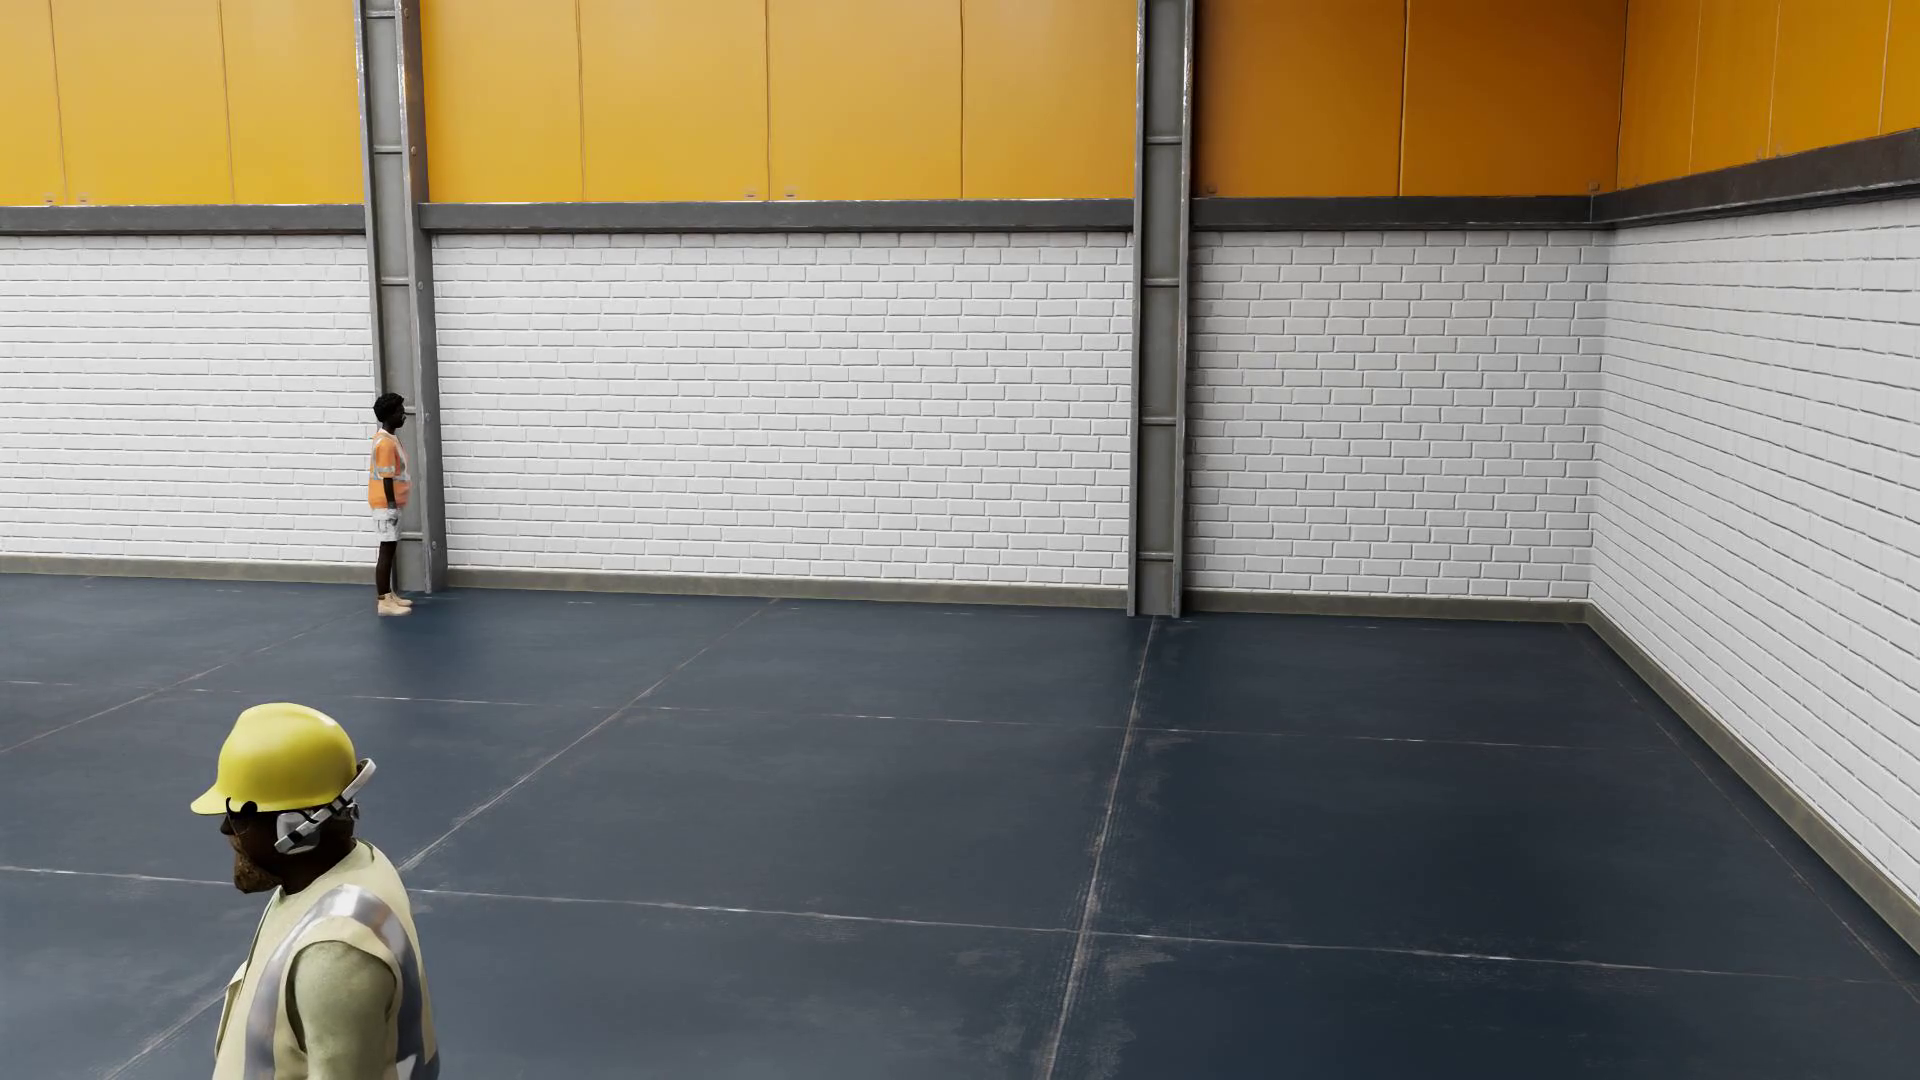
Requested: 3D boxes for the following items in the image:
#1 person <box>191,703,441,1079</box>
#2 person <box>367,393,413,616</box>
[{"bbox_3d":[-1.188,1.197,3.146,0.403,1.824,0.592,-4,10,-22],"label":"person"},{"bbox_3d":[-4.322,-0.272,12.616,0.321,1.690,0.532,-3,10,-17],"label":"person"}]
